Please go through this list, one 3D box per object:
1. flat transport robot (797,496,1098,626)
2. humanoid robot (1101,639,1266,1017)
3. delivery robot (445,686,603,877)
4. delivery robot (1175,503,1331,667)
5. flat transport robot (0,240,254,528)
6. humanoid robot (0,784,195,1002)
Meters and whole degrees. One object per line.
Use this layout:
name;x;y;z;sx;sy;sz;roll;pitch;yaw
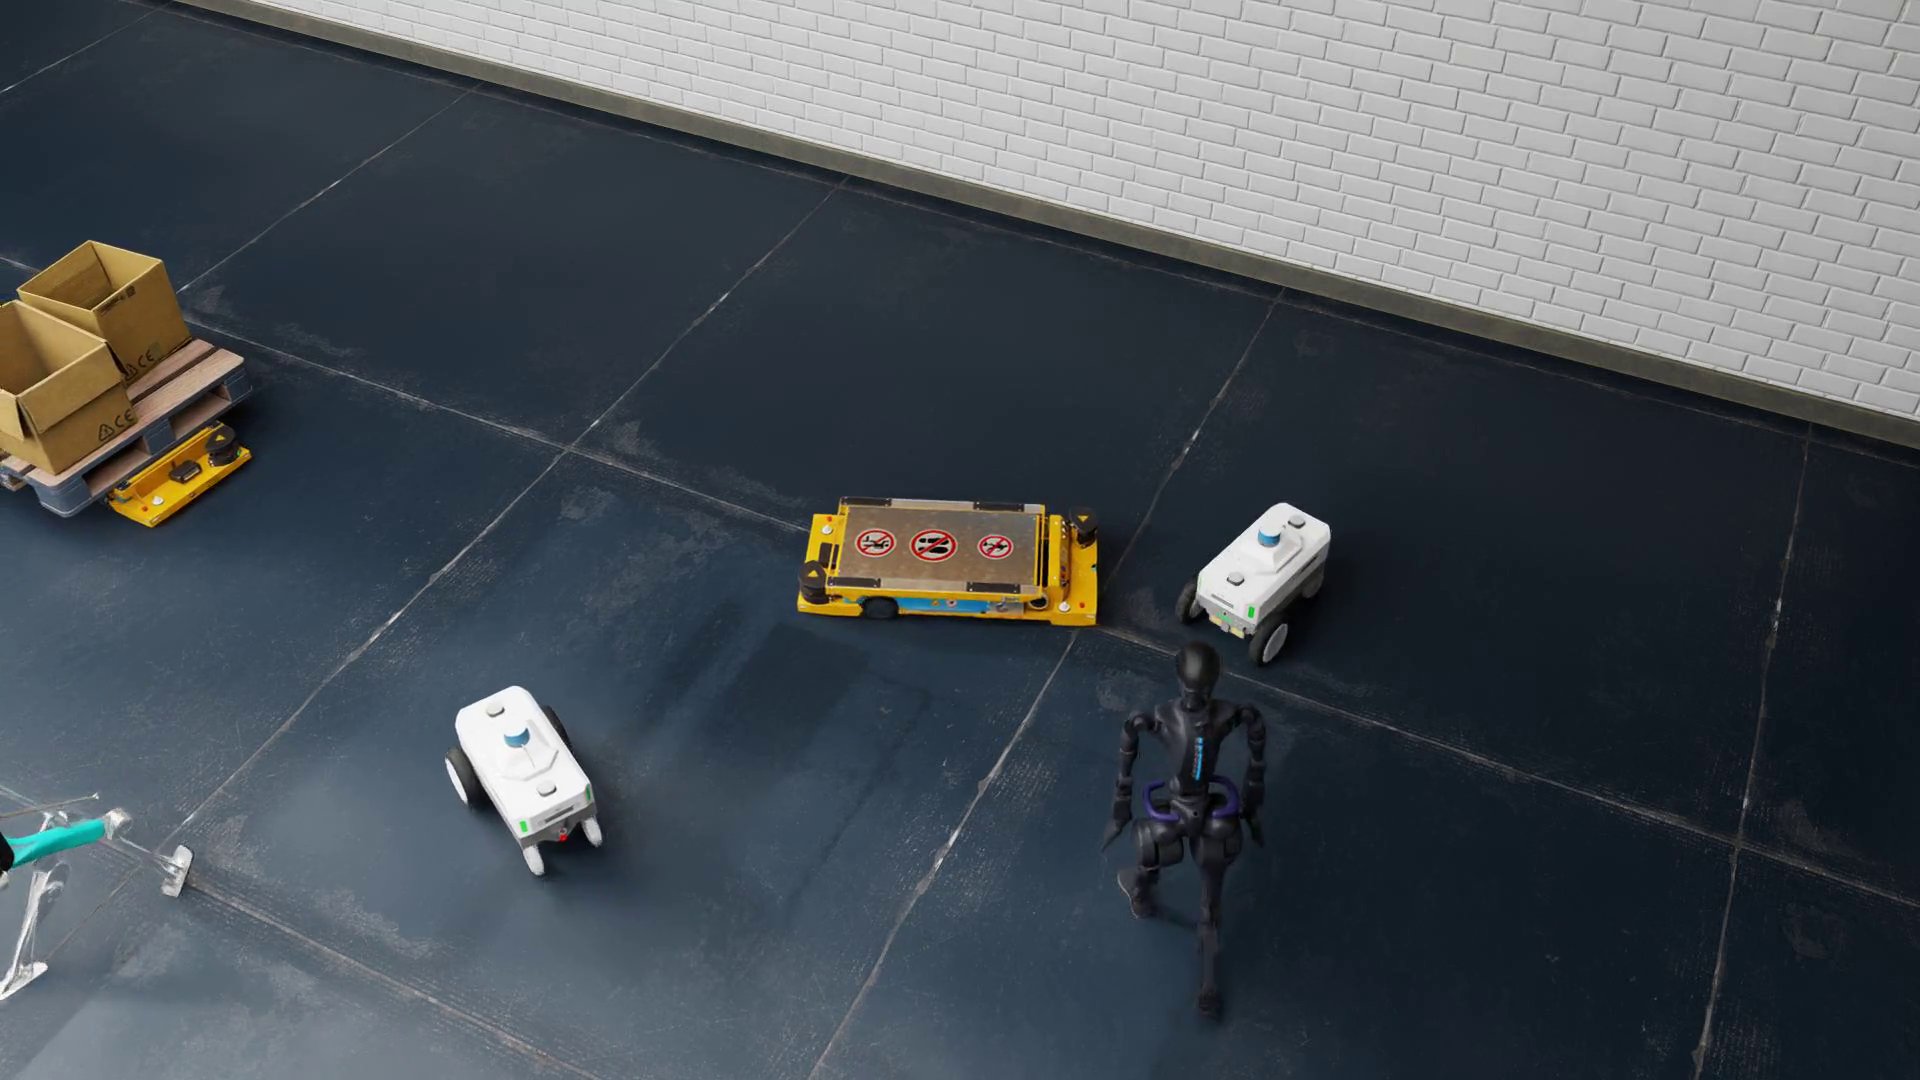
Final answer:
flat transport robot;-0.046;0.103;8.144;1.431;0.231;0.659;2;43;3
humanoid robot;0.840;1.047;6.132;0.616;1.630;0.721;-4;43;-4
delivery robot;-1.833;0.971;7.007;0.499;0.608;0.799;-25;49;-25
delivery robot;1.433;0.158;7.864;0.499;0.580;0.757;31;51;29
flat transport robot;-4.538;-0.543;8.841;1.431;0.231;0.659;22;47;22
humanoid robot;-3.454;0.939;6.196;0.530;1.775;1.014;30;51;29
